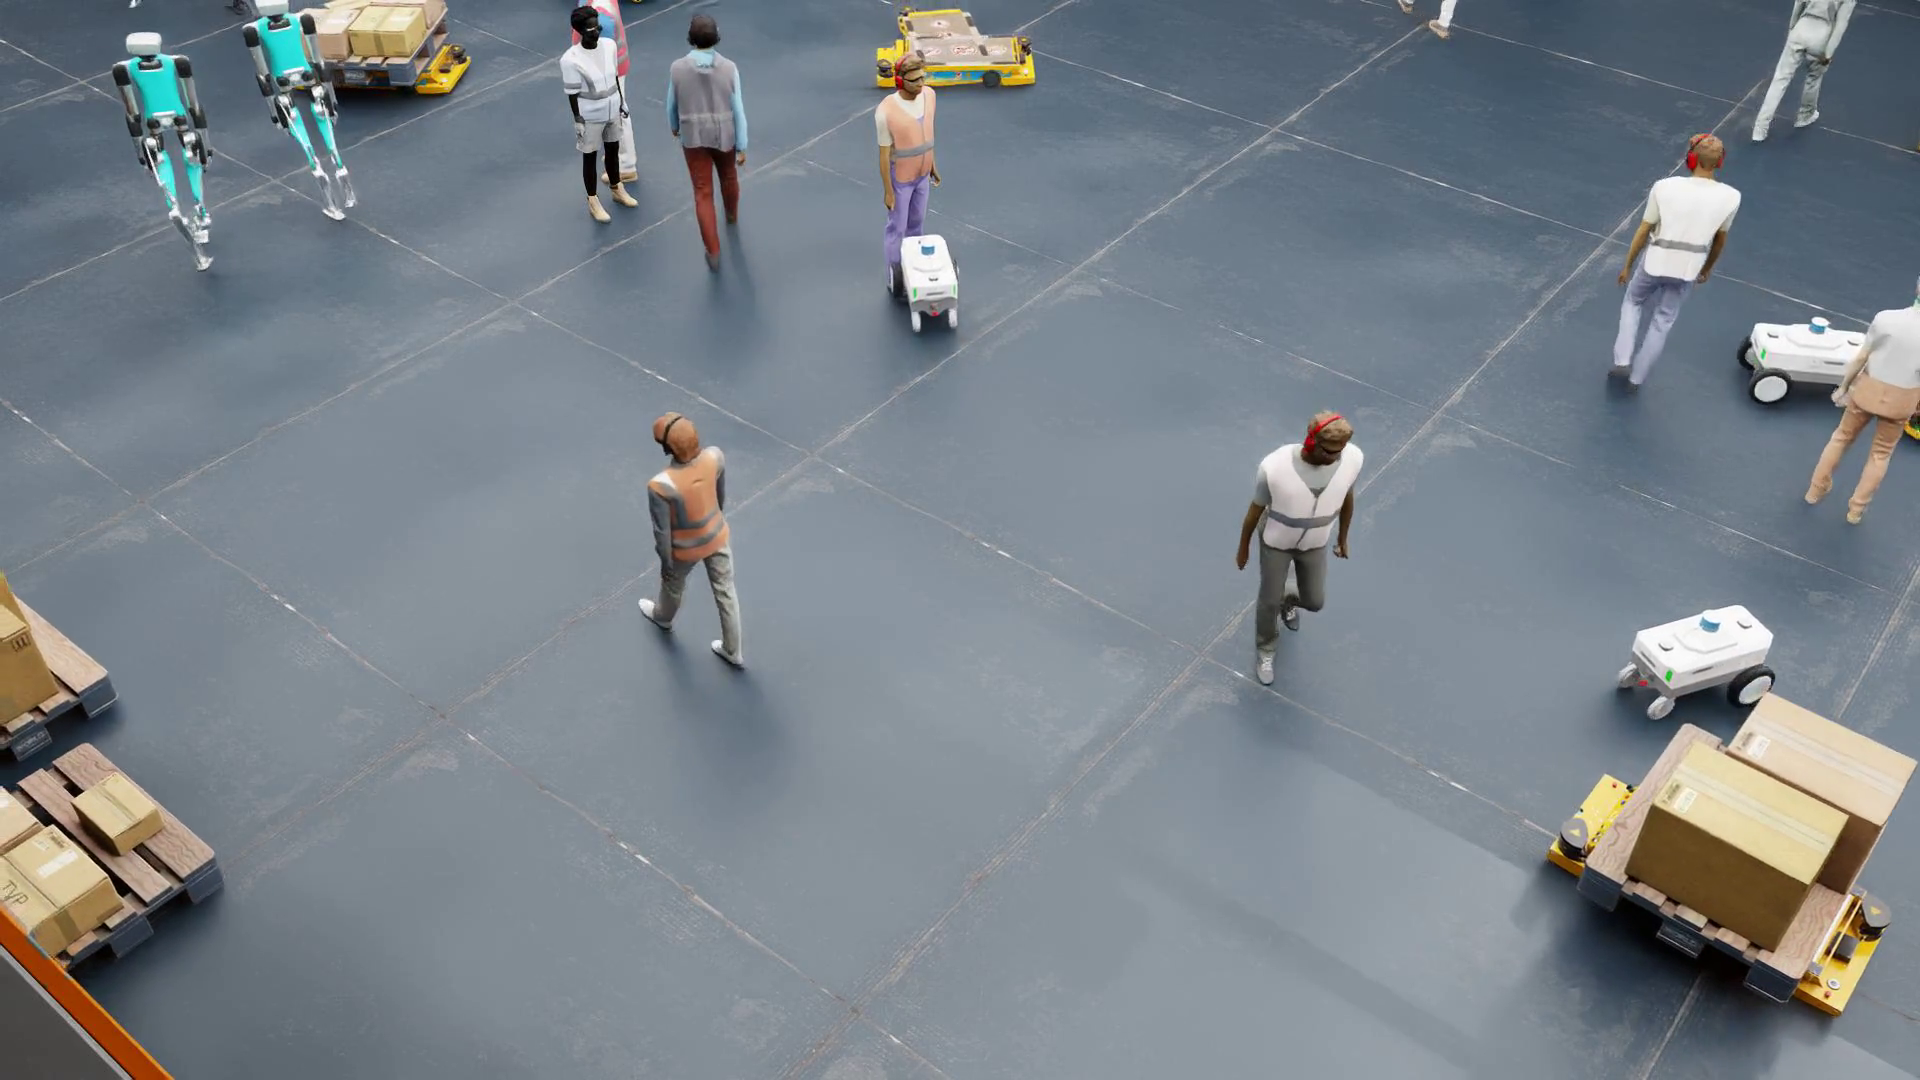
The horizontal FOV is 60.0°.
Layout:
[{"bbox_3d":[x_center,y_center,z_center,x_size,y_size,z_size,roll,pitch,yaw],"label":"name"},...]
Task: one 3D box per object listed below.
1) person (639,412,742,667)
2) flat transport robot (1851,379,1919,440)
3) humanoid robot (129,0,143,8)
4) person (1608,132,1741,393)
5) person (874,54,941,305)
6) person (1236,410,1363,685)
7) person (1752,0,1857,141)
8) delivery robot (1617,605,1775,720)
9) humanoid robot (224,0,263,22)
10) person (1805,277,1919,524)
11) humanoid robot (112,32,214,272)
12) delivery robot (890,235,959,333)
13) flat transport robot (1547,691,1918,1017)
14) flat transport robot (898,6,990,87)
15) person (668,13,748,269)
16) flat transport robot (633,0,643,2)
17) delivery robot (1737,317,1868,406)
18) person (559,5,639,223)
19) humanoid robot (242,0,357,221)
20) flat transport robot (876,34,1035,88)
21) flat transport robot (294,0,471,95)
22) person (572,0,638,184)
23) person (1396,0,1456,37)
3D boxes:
[{"bbox_3d":[-1.514,-0.045,9.091,0.543,1.599,0.806,-32,50,-32],"label":"person"},{"bbox_3d":[6.857,-1.069,11.336,1.431,0.231,0.659,-14,42,-16],"label":"flat transport robot"},{"bbox_3d":[-8.220,-6.212,16.272,0.539,1.763,0.992,-8,41,-9],"label":"humanoid robot"},{"bbox_3d":[4.691,-1.790,10.986,0.595,1.821,0.461,10,41,11],"label":"person"},{"bbox_3d":[-0.374,-2.610,11.929,0.389,1.847,0.562,28,48,29],"label":"person"},{"bbox_3d":[1.779,-0.020,8.907,0.632,1.816,0.536,-5,41,-6],"label":"person"},{"bbox_3d":[7.122,-4.183,13.890,0.892,1.695,0.498,-31,49,-32],"label":"person"},{"bbox_3d":[4.047,0.631,9.111,0.793,0.590,0.499,-13,42,-15],"label":"delivery robot"},{"bbox_3d":[-6.985,-5.716,15.765,0.700,1.661,0.601,31,49,31],"label":"humanoid robot"},{"bbox_3d":[5.543,-0.864,9.964,0.480,1.737,0.357,27,47,28],"label":"person"},{"bbox_3d":[-5.744,-2.747,12.205,0.530,1.742,1.000,-14,42,-16],"label":"humanoid robot"},{"bbox_3d":[-0.231,-1.904,12.090,0.499,0.586,0.772,-6,41,-7],"label":"delivery robot"},{"bbox_3d":[3.689,1.674,8.108,1.431,0.231,0.659,29,48,30],"label":"flat transport robot"},{"bbox_3d":[-0.148,-4.620,15.513,0.659,0.231,1.431,-7,41,-8],"label":"flat transport robot"},{"bbox_3d":[-1.888,-3.052,12.455,0.545,1.809,0.979,-8,41,-9],"label":"person"},{"bbox_3d":[-3.406,-5.848,16.957,0.659,0.231,1.431,-29,48,-30],"label":"flat transport robot"},{"bbox_3d":[5.736,-1.234,11.317,0.808,0.604,0.499,7,41,8],"label":"delivery robot"},{"bbox_3d":[-2.792,-3.304,12.859,0.320,1.699,0.532,28,48,29],"label":"person"},{"bbox_3d":[-4.991,-3.225,12.767,0.531,1.808,0.755,-21,45,-23],"label":"humanoid robot"},{"bbox_3d":[-0.044,-4.383,15.234,1.431,0.231,0.659,-1,40,-1],"label":"flat transport robot"},{"bbox_3d":[-5.260,-4.303,15.140,1.431,0.231,0.659,3,40,3],"label":"flat transport robot"},{"bbox_3d":[-2.855,-3.760,13.300,0.431,1.837,0.621,-8,41,-9],"label":"person"},{"bbox_3d":[4.548,-5.778,15.661,0.593,1.833,0.964,-9,41,-11],"label":"person"}]
